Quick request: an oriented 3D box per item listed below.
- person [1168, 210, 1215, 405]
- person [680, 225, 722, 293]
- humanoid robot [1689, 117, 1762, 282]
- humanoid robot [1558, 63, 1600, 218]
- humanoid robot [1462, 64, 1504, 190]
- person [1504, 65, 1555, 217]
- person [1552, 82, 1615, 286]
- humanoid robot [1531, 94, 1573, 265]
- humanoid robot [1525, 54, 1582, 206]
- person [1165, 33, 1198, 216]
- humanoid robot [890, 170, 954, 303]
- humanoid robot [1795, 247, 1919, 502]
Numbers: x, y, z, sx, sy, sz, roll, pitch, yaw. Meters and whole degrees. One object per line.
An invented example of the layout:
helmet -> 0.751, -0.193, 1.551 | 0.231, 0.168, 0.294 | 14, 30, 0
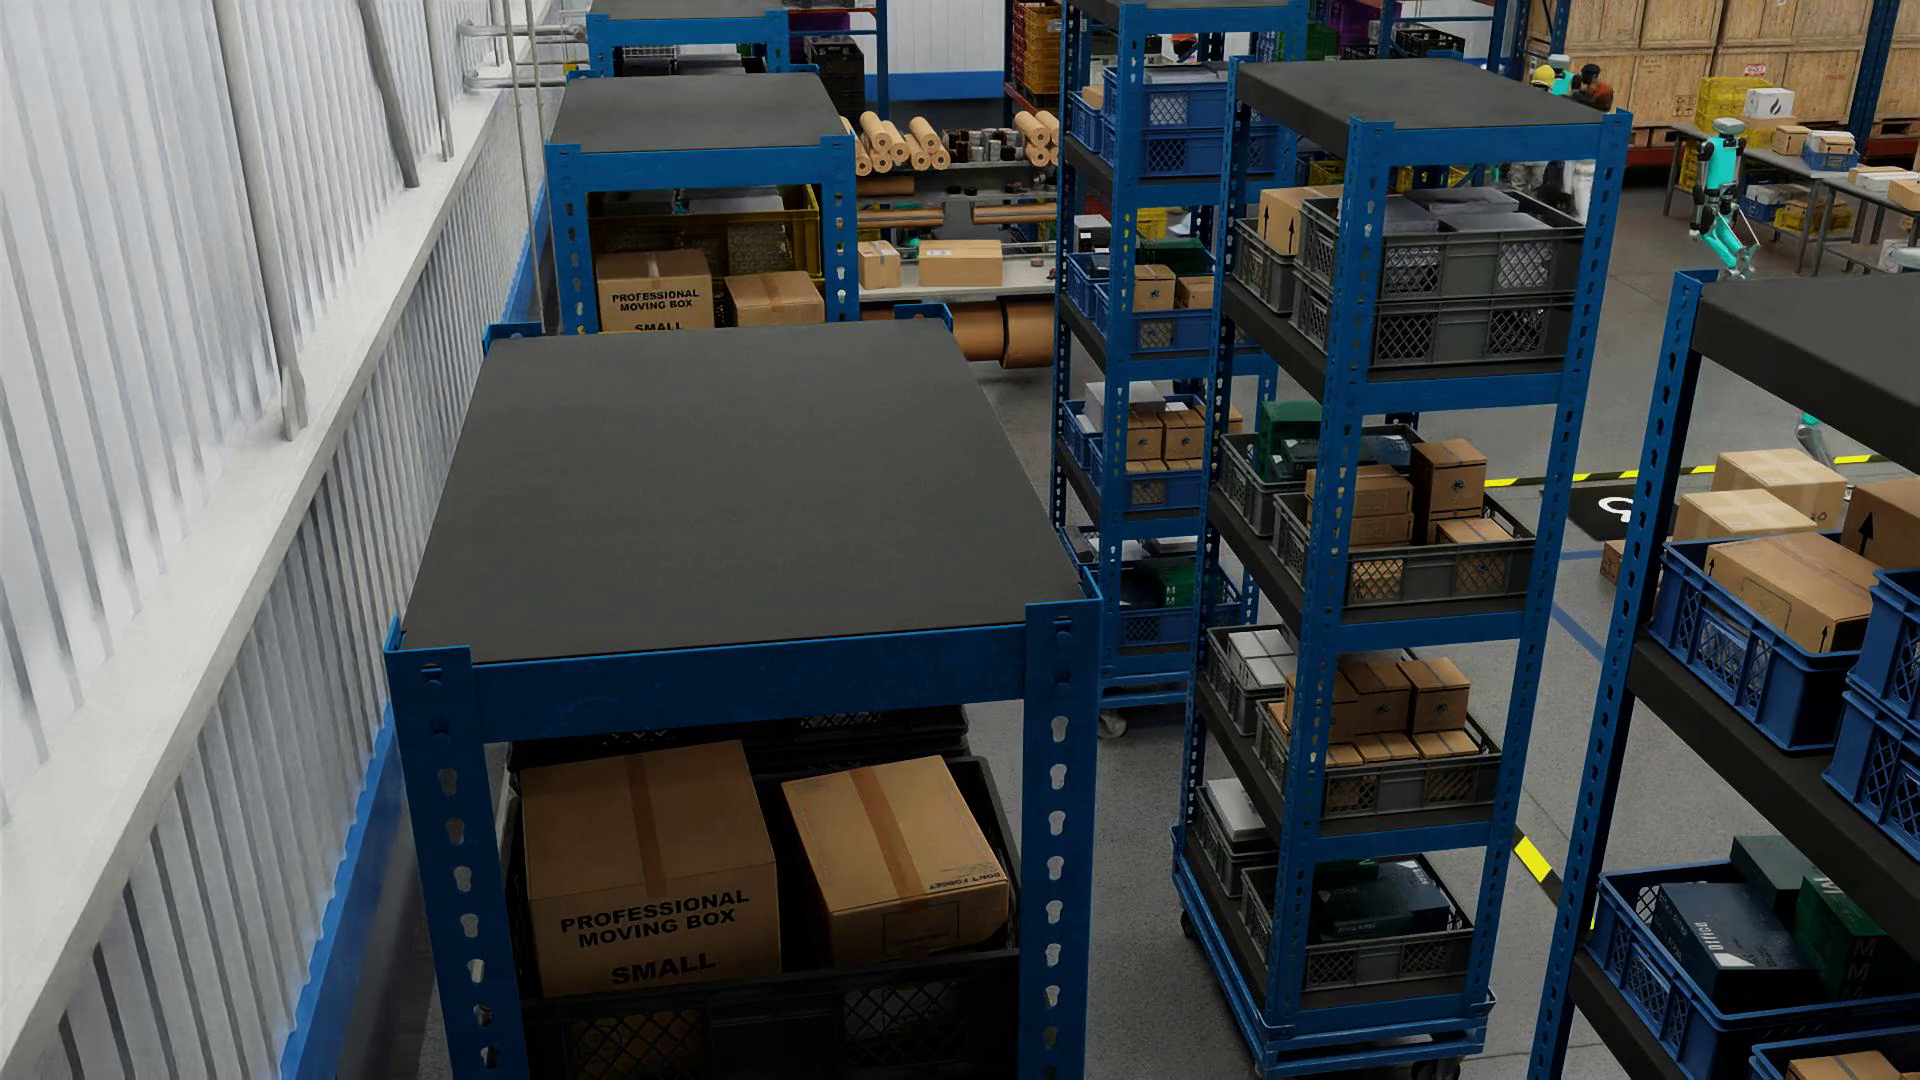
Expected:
person -> 1.537, -1.317, 11.266 | 0.366, 1.852, 0.594 | -5, 25, -11
person -> -2.027, -2.394, 13.518 | 0.825, 1.908, 0.724 | 18, 30, 34
humanoid robot -> 6.701, -2.763, 14.440 | 0.530, 1.709, 0.715 | -14, 28, -27
humanoid robot -> 6.640, -4.283, 17.918 | 0.608, 1.655, 0.365 | -18, 30, -33
humanoid robot -> 5.534, -4.128, 17.493 | 0.541, 1.780, 0.677 | 12, 27, 24
person -> 5.791, -3.861, 16.818 | 0.589, 1.833, 0.404 | 12, 27, 24
person -> 5.936, -3.388, 15.744 | 0.584, 1.869, 0.712 | -10, 27, -21
humanoid robot -> 5.827, -3.514, 16.257 | 0.373, 1.649, 0.600 | 14, 28, 28
humanoid robot -> 6.259, -4.202, 17.739 | 0.537, 1.846, 0.655 | 8, 26, 16
person -> 2.398, -4.574, 18.121 | 0.379, 2.045, 0.604 | 23, 33, 40
humanoid robot -> -0.231, -2.414, 13.899 | 0.728, 1.891, 0.539 | -15, 29, -29
humanoid robot -> 5.774, -1.102, 10.777 | 0.735, 1.676, 0.533 | 14, 28, 28
